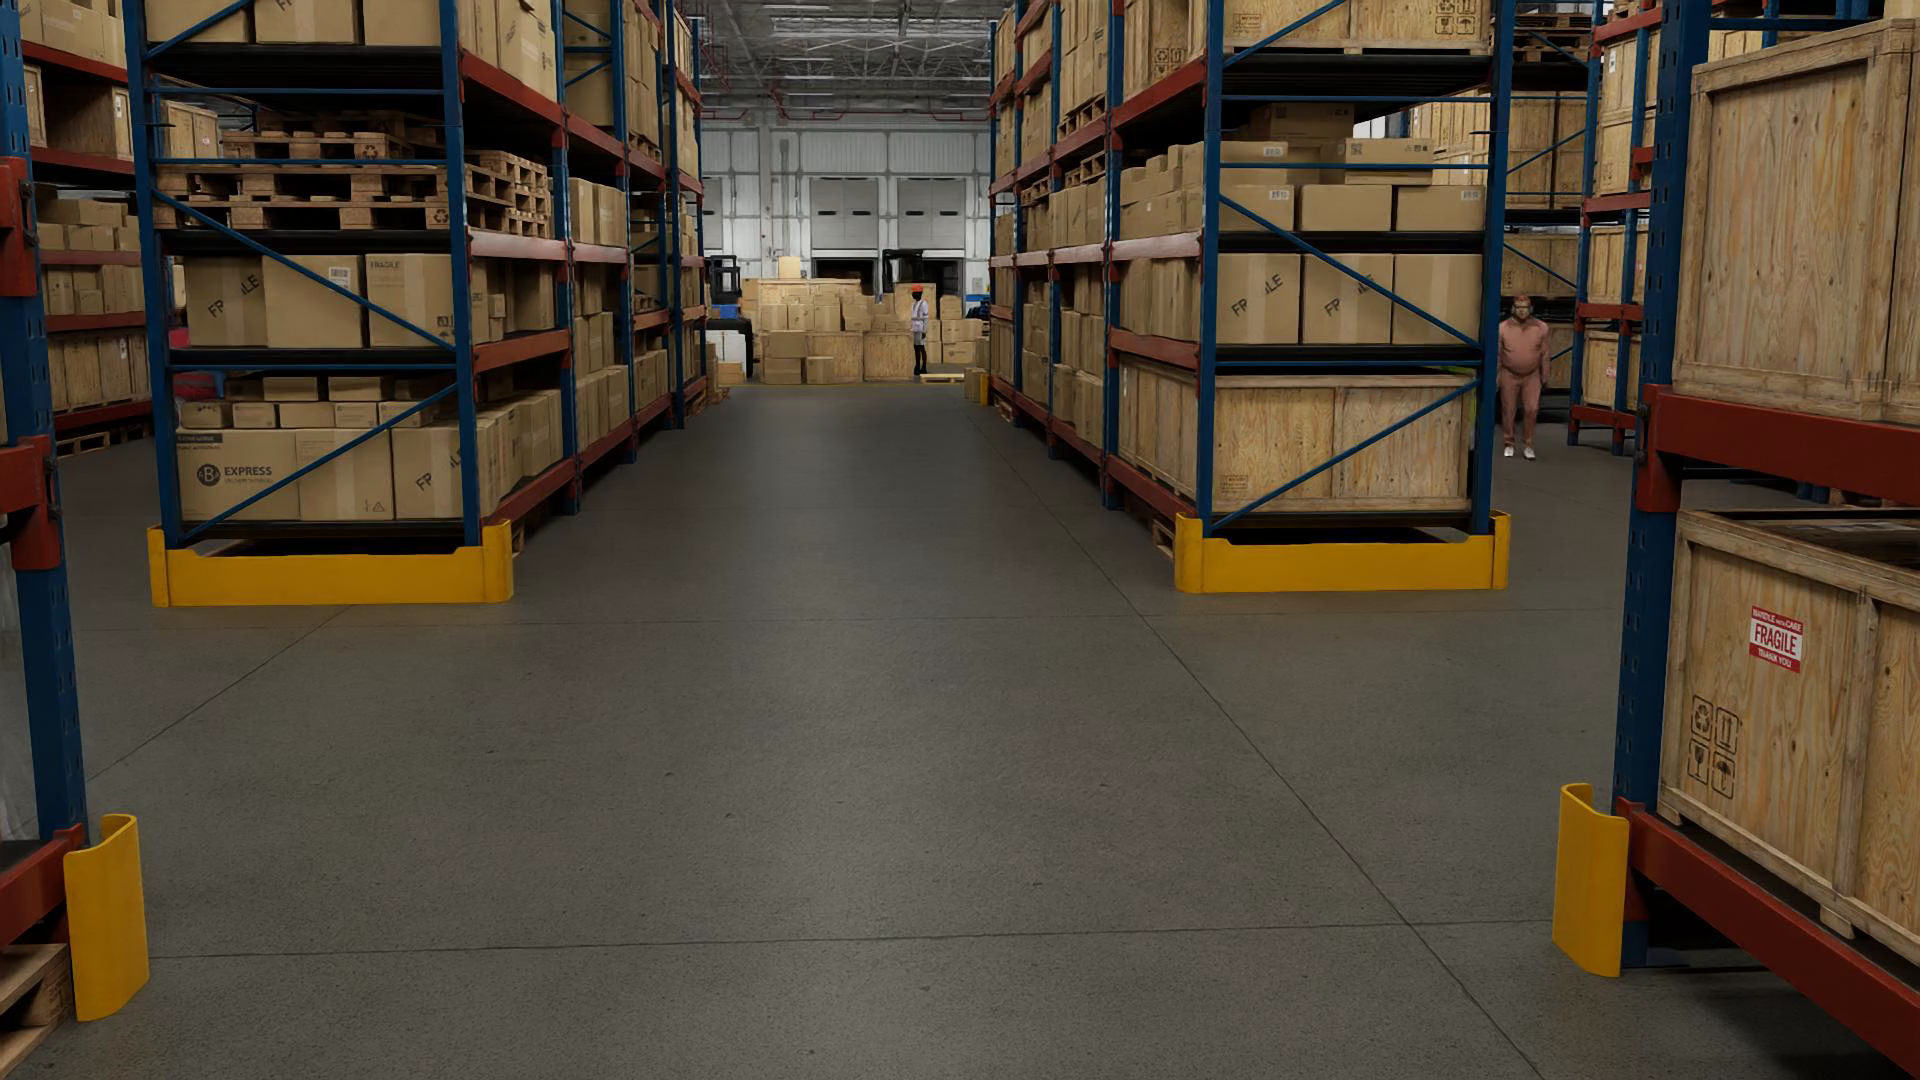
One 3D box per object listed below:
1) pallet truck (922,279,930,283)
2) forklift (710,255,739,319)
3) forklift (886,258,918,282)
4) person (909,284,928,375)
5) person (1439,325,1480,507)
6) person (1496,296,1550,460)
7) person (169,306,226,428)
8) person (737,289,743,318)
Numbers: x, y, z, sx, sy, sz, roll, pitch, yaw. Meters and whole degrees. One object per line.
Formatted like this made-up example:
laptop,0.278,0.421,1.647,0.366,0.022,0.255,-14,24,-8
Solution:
pallet truck,-0.932,-8.922,63.114,1.885,1.965,0.823,2,9,13
forklift,-8.368,-8.713,59.038,1.129,2.768,1.873,-1,9,-4
forklift,-1.592,-6.593,45.730,1.129,2.768,1.873,-1,9,-4
person,-0.899,-4.458,35.273,0.364,1.935,0.553,-6,11,-31
person,4.439,-1.085,14.904,0.471,1.679,0.677,-7,11,-37
person,6.431,-1.853,19.110,0.675,1.872,0.847,2,9,13
person,-7.765,-1.491,16.990,0.660,1.823,0.597,0,9,-1
person,-7.379,-7.654,56.148,0.487,1.687,0.540,3,10,21
